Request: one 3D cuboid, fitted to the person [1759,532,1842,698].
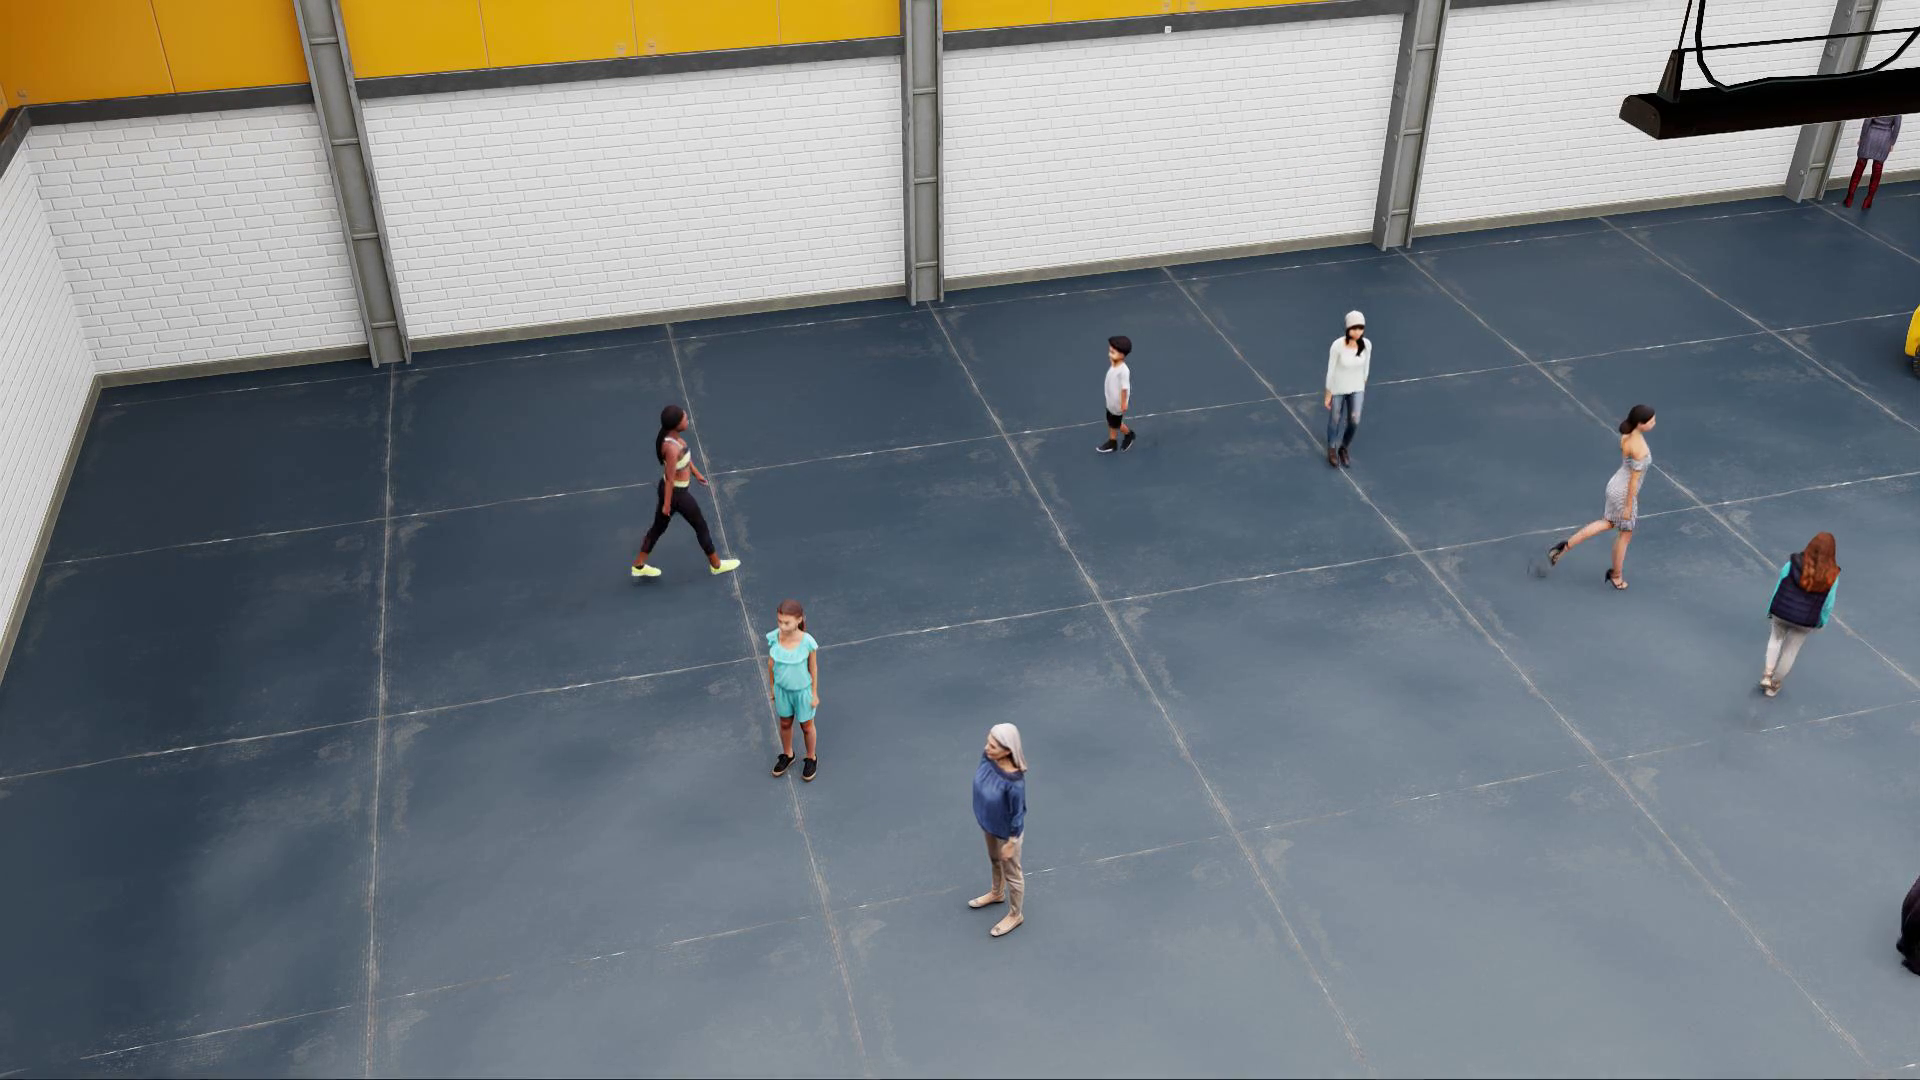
[{"bbox_3d":[6.493,0.610,12.950,0.709,1.488,0.762,22,39,29],"label":"person"}]

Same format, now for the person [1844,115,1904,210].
[{"bbox_3d":[11.753,-5.093,21.329,0.650,1.711,0.712,17,37,24],"label":"person"}]

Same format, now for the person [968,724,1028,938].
[{"bbox_3d":[0.284,1.862,10.878,0.630,1.696,0.658,-16,37,-22],"label":"person"}]

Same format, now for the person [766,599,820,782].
[{"bbox_3d":[-1.210,1.082,12.177,0.609,1.558,0.696,9,35,14],"label":"person"}]

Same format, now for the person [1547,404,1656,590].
[{"bbox_3d":[5.536,-0.362,14.129,1.045,1.802,0.817,4,34,6],"label":"person"}]

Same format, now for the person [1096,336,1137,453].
[{"bbox_3d":[1.581,-1.415,16.212,0.636,1.250,0.529,-13,36,-19],"label":"person"}]

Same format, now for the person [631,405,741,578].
[{"bbox_3d":[-2.533,-0.361,14.216,1.170,1.703,0.600,-10,35,-15],"label":"person"}]

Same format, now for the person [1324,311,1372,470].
[{"bbox_3d":[3.677,-1.479,15.960,0.615,1.636,0.706,-1,34,-1],"label":"person"}]
